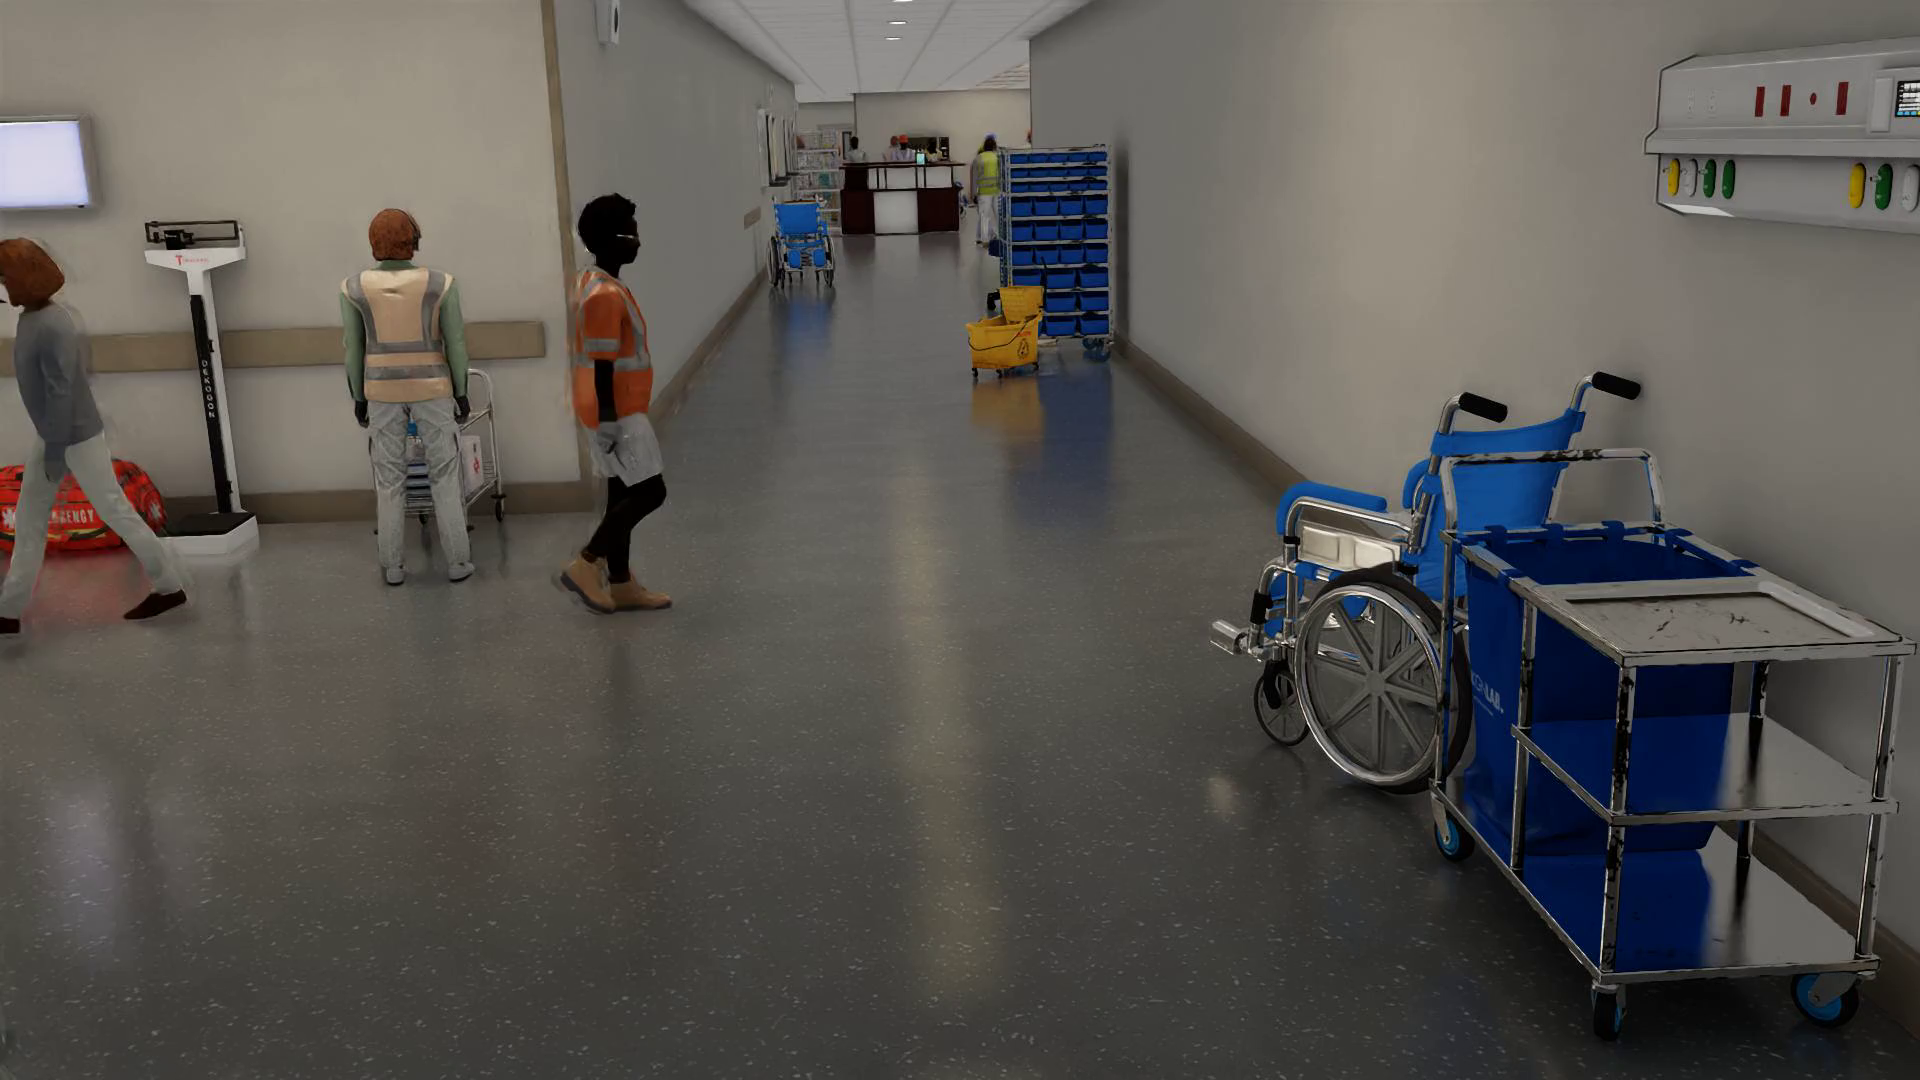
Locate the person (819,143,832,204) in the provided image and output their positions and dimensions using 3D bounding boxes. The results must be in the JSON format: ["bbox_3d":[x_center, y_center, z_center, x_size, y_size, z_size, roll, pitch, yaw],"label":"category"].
[{"bbox_3d":[-3.905,-10.686,48.540,0.545,1.754,0.466,10,18,40],"label":"person"}]

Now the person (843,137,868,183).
[{"bbox_3d":[-2.652,-9.383,42.750,0.625,1.921,1.062,-12,17,-37],"label":"person"}]

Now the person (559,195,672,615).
[{"bbox_3d":[-1.364,-0.508,6.583,0.382,1.685,0.536,-5,14,-14],"label":"person"}]

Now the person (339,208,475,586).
[{"bbox_3d":[-2.388,-0.609,7.226,0.518,1.632,0.313,-3,14,-7],"label":"person"}]

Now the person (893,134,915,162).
[{"bbox_3d":[-1.360,-8.939,40.722,0.546,1.931,0.383,-2,14,-3],"label":"person"}]

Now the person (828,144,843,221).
[{"bbox_3d":[-2.848,-8.229,38.334,0.338,1.752,0.564,-4,14,-11],"label":"person"}]

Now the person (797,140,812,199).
[{"bbox_3d":[-3.971,-8.994,41.399,0.583,1.863,0.752,-10,16,-32],"label":"person"}]

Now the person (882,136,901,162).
[{"bbox_3d":[-1.587,-9.032,41.177,0.651,1.904,0.402,1,14,12],"label":"person"}]

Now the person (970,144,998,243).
[{"bbox_3d":[0.444,-6.099,29.275,0.527,1.726,0.895,8,17,36],"label":"person"}]

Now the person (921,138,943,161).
[{"bbox_3d":[-0.620,-8.205,37.820,0.626,1.837,0.429,-10,16,-31],"label":"person"}]

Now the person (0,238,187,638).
[{"bbox_3d":[-3.585,-0.396,6.583,0.869,1.572,0.510,-14,18,-41],"label":"person"}]

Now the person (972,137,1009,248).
[{"bbox_3d":[0.524,-5.814,27.889,0.658,1.819,0.431,-5,14,-13],"label":"person"}]

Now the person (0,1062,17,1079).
[{"bbox_3d":[-1.715,0.465,2.408,0.947,1.789,0.602,1,14,9],"label":"person"}]

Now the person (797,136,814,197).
[{"bbox_3d":[-4.933,-11.529,51.587,0.701,2.023,0.622,2,14,13],"label":"person"}]
